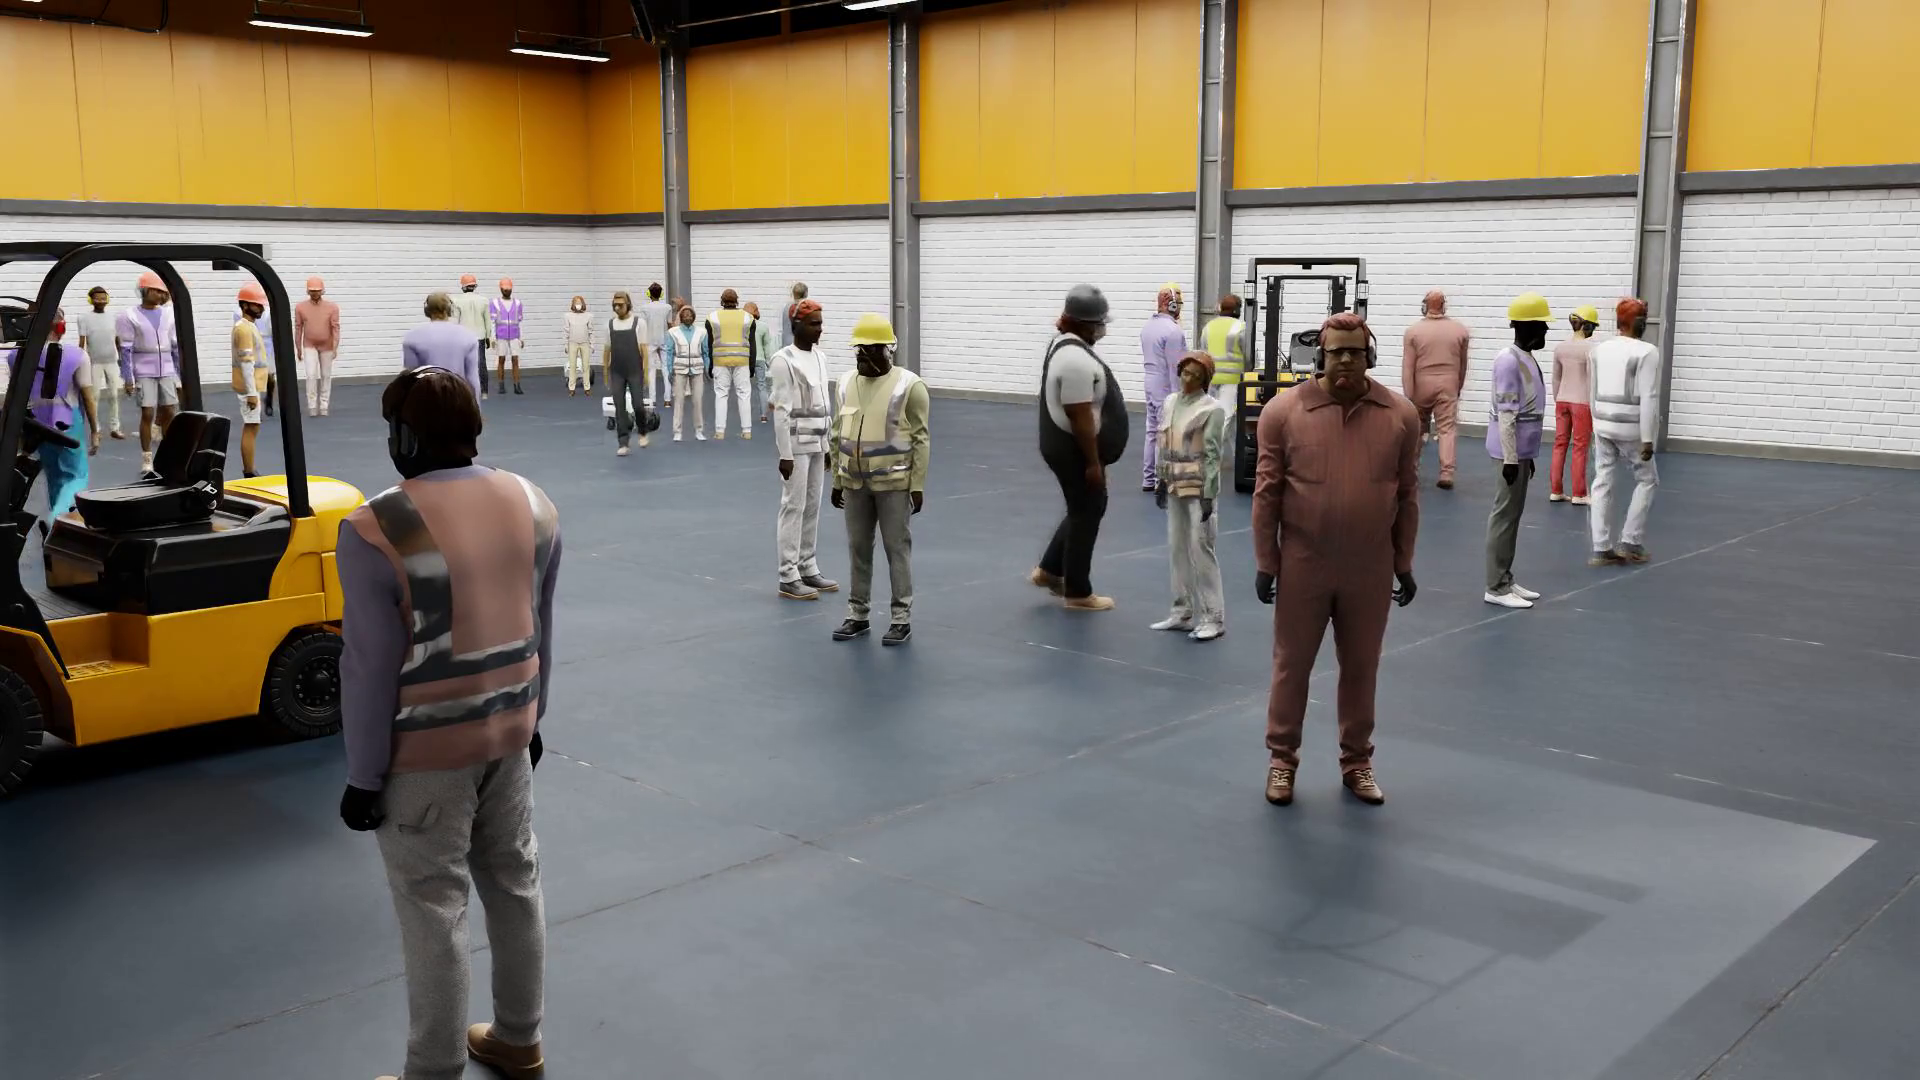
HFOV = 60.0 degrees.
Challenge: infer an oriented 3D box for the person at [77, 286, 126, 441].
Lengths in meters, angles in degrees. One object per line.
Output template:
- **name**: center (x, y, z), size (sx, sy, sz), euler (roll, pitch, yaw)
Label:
- **person**: center (-10.382, -2.134, 20.133), size (0.308, 1.866, 0.532), euler (9, 13, 43)

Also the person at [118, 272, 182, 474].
- **person**: center (-8.210, -1.685, 16.934), size (0.363, 2.024, 0.657), euler (6, 11, 34)

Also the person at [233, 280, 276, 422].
- **person**: center (-9.588, -2.583, 22.702), size (0.586, 1.923, 0.644), euler (-4, 10, -21)

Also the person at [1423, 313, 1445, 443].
- **person**: center (5.663, -2.000, 19.857), size (0.537, 1.691, 0.321), euler (-3, 10, -18)

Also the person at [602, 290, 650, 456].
- **person**: center (-3.703, -1.853, 18.500), size (0.542, 1.834, 0.533), euler (1, 9, 4)

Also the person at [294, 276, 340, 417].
- **person**: center (-8.942, -2.680, 23.179), size (0.609, 1.956, 0.888), euler (-4, 10, -21)

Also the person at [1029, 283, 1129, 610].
- **person**: center (0.744, -0.566, 9.980), size (0.544, 2.000, 0.716), euler (-1, 9, -4)

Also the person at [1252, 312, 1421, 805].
- **person**: center (1.455, 0.082, 6.422), size (0.645, 1.907, 0.400), euler (0, 9, 1)

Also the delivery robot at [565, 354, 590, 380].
- **delivery robot**: center (-6.766, -3.039, 29.401), size (0.477, 0.478, 0.707), euler (-1, 9, -3)

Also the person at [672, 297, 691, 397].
- **person**: center (-4.461, -3.108, 26.892), size (0.336, 1.615, 0.559), euler (1, 9, 5)

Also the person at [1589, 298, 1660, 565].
- **person**: center (4.693, -0.753, 11.652), size (0.603, 1.865, 0.613), euler (-5, 11, -28)

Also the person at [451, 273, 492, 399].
- **person**: center (-7.742, -3.217, 26.369), size (0.615, 1.997, 0.373), euler (-6, 11, -31)

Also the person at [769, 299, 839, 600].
- **person**: center (-0.983, -0.575, 10.513), size (0.341, 1.882, 0.587), euler (4, 10, 22)

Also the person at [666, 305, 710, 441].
- **person**: center (-3.271, -2.002, 20.022), size (0.522, 1.636, 0.310), euler (-3, 10, -16)

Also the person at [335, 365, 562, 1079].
- **person**: center (-1.258, 0.498, 4.070), size (0.429, 1.844, 0.626), euler (5, 11, 30)

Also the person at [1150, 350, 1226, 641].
- **person**: center (1.301, -0.251, 9.345), size (0.333, 1.622, 0.558), euler (-4, 10, -26)

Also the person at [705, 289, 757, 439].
- **person**: center (-2.793, -2.138, 20.279), size (0.622, 1.835, 0.430), euler (-2, 9, -13)

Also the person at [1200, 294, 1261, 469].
- **person**: center (2.877, -1.643, 17.314), size (0.903, 1.796, 0.637), euler (-6, 11, -35)

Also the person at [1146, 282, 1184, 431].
- **person**: center (2.241, -1.816, 18.024), size (0.392, 1.916, 0.588), euler (7, 12, 38)

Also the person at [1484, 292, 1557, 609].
- **person**: center (3.445, -0.555, 10.258), size (0.369, 1.928, 0.586), euler (5, 10, 28)

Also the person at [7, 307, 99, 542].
- **person**: center (-6.541, -0.784, 12.009), size (0.571, 1.819, 0.733), euler (0, 9, -3)

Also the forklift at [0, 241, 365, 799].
- **forklift**: center (-3.706, -0.171, 7.093), size (1.214, 2.155, 2.313), euler (9, 13, 43)

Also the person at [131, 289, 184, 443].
- **person**: center (-9.439, -2.132, 19.648), size (0.667, 2.032, 0.640), euler (-5, 11, -28)

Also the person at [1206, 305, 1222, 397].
- **person**: center (3.165, -2.008, 19.793), size (0.948, 1.713, 0.541), euler (9, 13, 43)

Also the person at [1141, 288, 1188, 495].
- **person**: center (1.902, -1.358, 15.280), size (0.400, 1.903, 0.651), euler (-3, 10, -17)

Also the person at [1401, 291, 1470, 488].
- **person**: center (4.520, -1.441, 15.901), size (0.645, 1.862, 0.927), euler (1, 9, 4)

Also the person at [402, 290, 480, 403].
- **person**: center (-4.356, -1.157, 14.076), size (0.643, 1.908, 0.903), euler (-5, 11, -30)

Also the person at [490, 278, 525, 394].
- **person**: center (-7.494, -3.353, 27.558), size (0.568, 1.920, 0.759), euler (-4, 10, -25)

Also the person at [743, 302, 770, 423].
- **person**: center (-2.800, -2.387, 22.392), size (0.506, 1.631, 0.281), euler (-4, 10, -21)

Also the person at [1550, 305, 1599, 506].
- **person**: center (5.436, -1.182, 14.627), size (0.329, 1.760, 0.523), euler (-4, 10, -25)

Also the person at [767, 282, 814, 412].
- **person**: center (-2.375, -2.740, 23.829), size (1.041, 1.892, 0.648), euler (-5, 11, -29)

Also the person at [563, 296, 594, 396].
- **person**: center (-6.219, -3.166, 27.159), size (0.497, 1.636, 0.284), euler (-3, 10, -16)

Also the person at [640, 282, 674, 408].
- **person**: center (-4.538, -2.909, 24.879), size (0.514, 1.870, 0.328), euler (-4, 10, -25)

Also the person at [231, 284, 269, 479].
- **person**: center (-6.599, -1.420, 15.556), size (0.384, 1.930, 0.547), euler (-4, 10, -21)

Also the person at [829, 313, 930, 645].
- **person**: center (-0.466, -0.333, 9.192), size (0.600, 1.830, 0.404), euler (5, 10, 26)

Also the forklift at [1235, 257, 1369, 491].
- **forklift**: center (3.309, -1.629, 16.029), size (1.214, 2.155, 2.313), euler (2, 9, 11)

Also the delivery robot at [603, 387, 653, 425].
- **delivery robot**: center (-4.253, -1.711, 21.263), size (0.707, 0.478, 0.477), euler (8, 12, 42)
